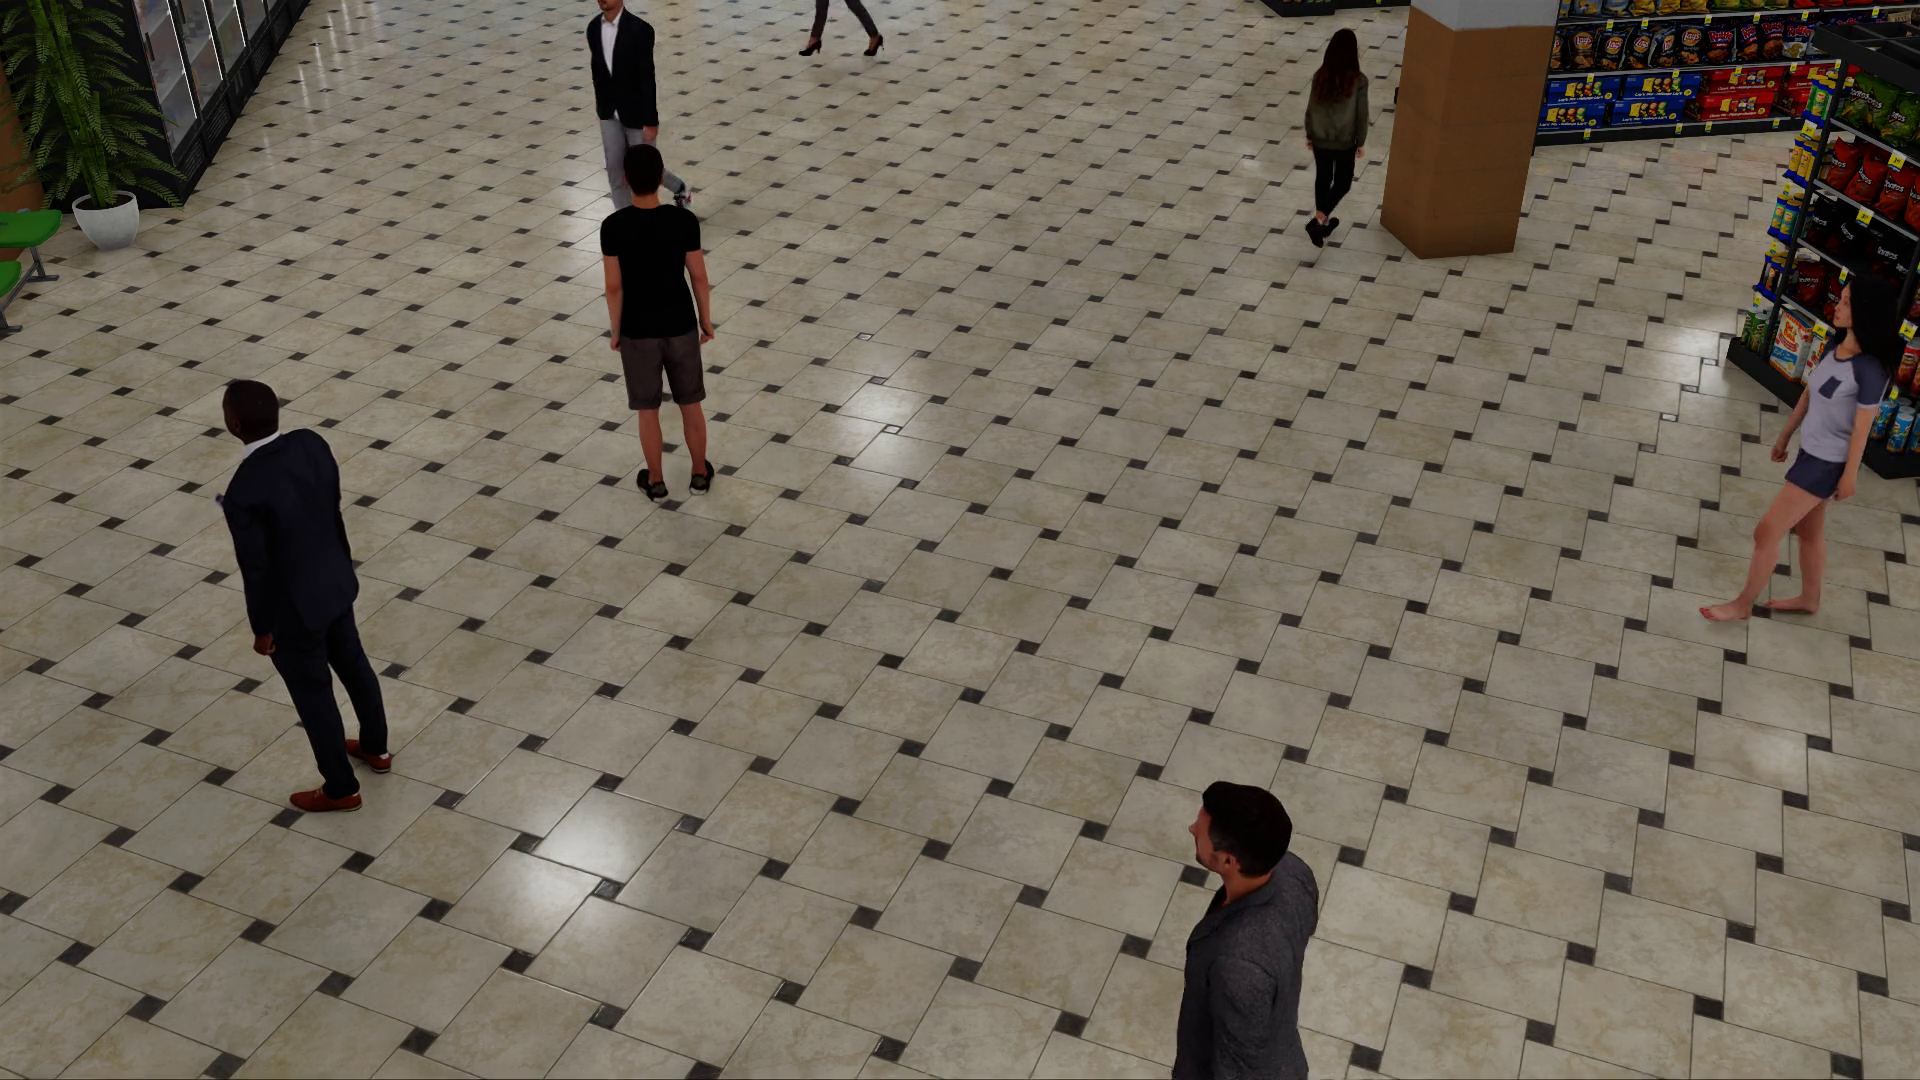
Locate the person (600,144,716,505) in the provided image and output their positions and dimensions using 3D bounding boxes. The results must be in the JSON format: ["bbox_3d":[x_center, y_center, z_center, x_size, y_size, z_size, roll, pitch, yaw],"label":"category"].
[{"bbox_3d":[-1.505,-1.058,8.281,0.546,1.861,0.771,-10,33,-15],"label":"person"}]

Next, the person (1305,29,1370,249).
[{"bbox_3d":[2.521,-2.698,11.290,0.903,1.466,0.970,20,37,29],"label":"person"}]

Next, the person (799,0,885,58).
[{"bbox_3d":[-1.016,-5.158,15.093,1.035,1.624,0.668,-2,32,-3],"label":"person"}]

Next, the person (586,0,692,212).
[{"bbox_3d":[-2.174,-2.914,11.200,1.114,1.928,1.122,16,35,23],"label":"person"}]

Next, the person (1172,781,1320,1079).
[{"bbox_3d":[0.796,1.432,4.306,1.224,1.833,1.116,15,35,23],"label":"person"}]

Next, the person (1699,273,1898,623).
[{"bbox_3d":[3.882,-0.357,7.317,0.877,1.688,0.730,3,32,4],"label":"person"}]

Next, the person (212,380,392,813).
[{"bbox_3d":[-2.465,0.222,6.259,0.787,1.824,0.785,11,33,17],"label":"person"}]
